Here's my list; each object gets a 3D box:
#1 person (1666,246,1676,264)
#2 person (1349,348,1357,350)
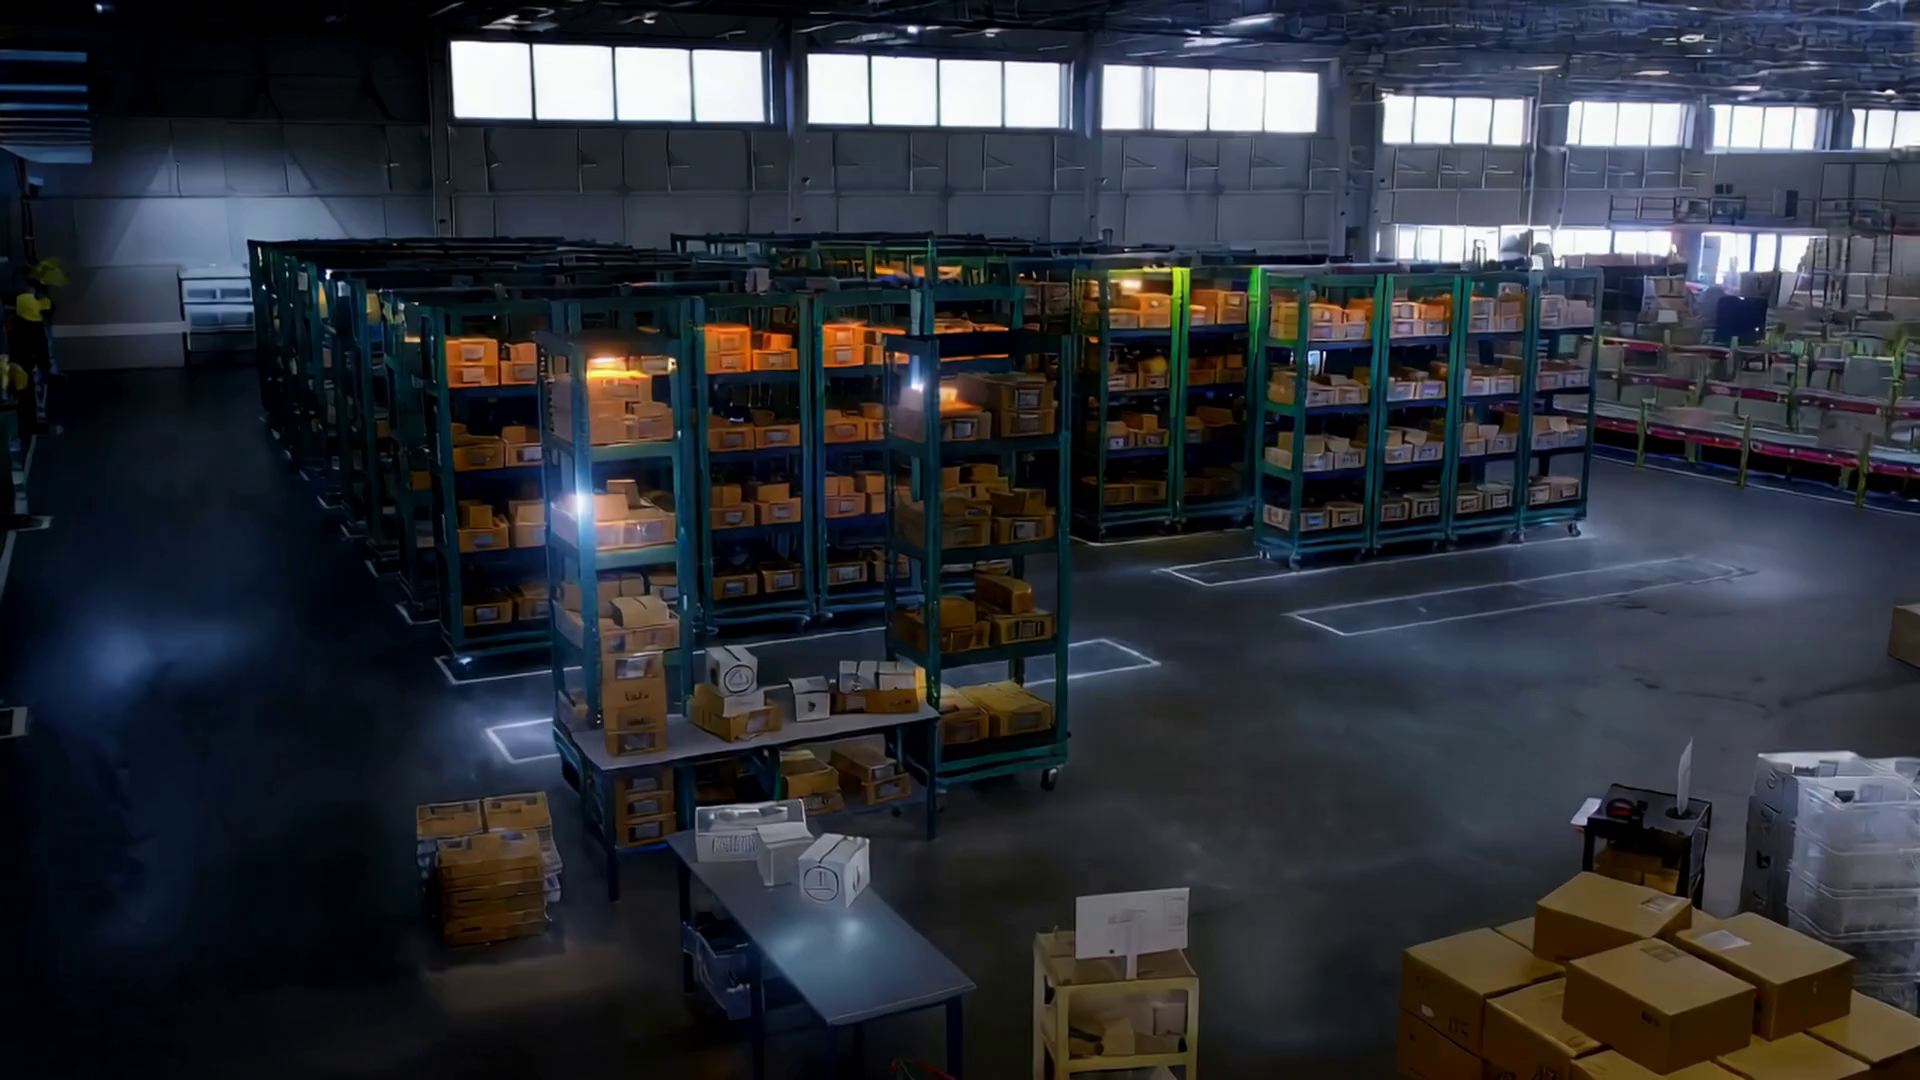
[{"bbox_3d":[32.940,-12.678,77.160,0.573,1.883,0.354,-7,14,-28],"label":"person"},{"bbox_3d":[7.779,-3.124,32.732,0.631,1.776,0.954,-7,14,-29],"label":"person"}]
